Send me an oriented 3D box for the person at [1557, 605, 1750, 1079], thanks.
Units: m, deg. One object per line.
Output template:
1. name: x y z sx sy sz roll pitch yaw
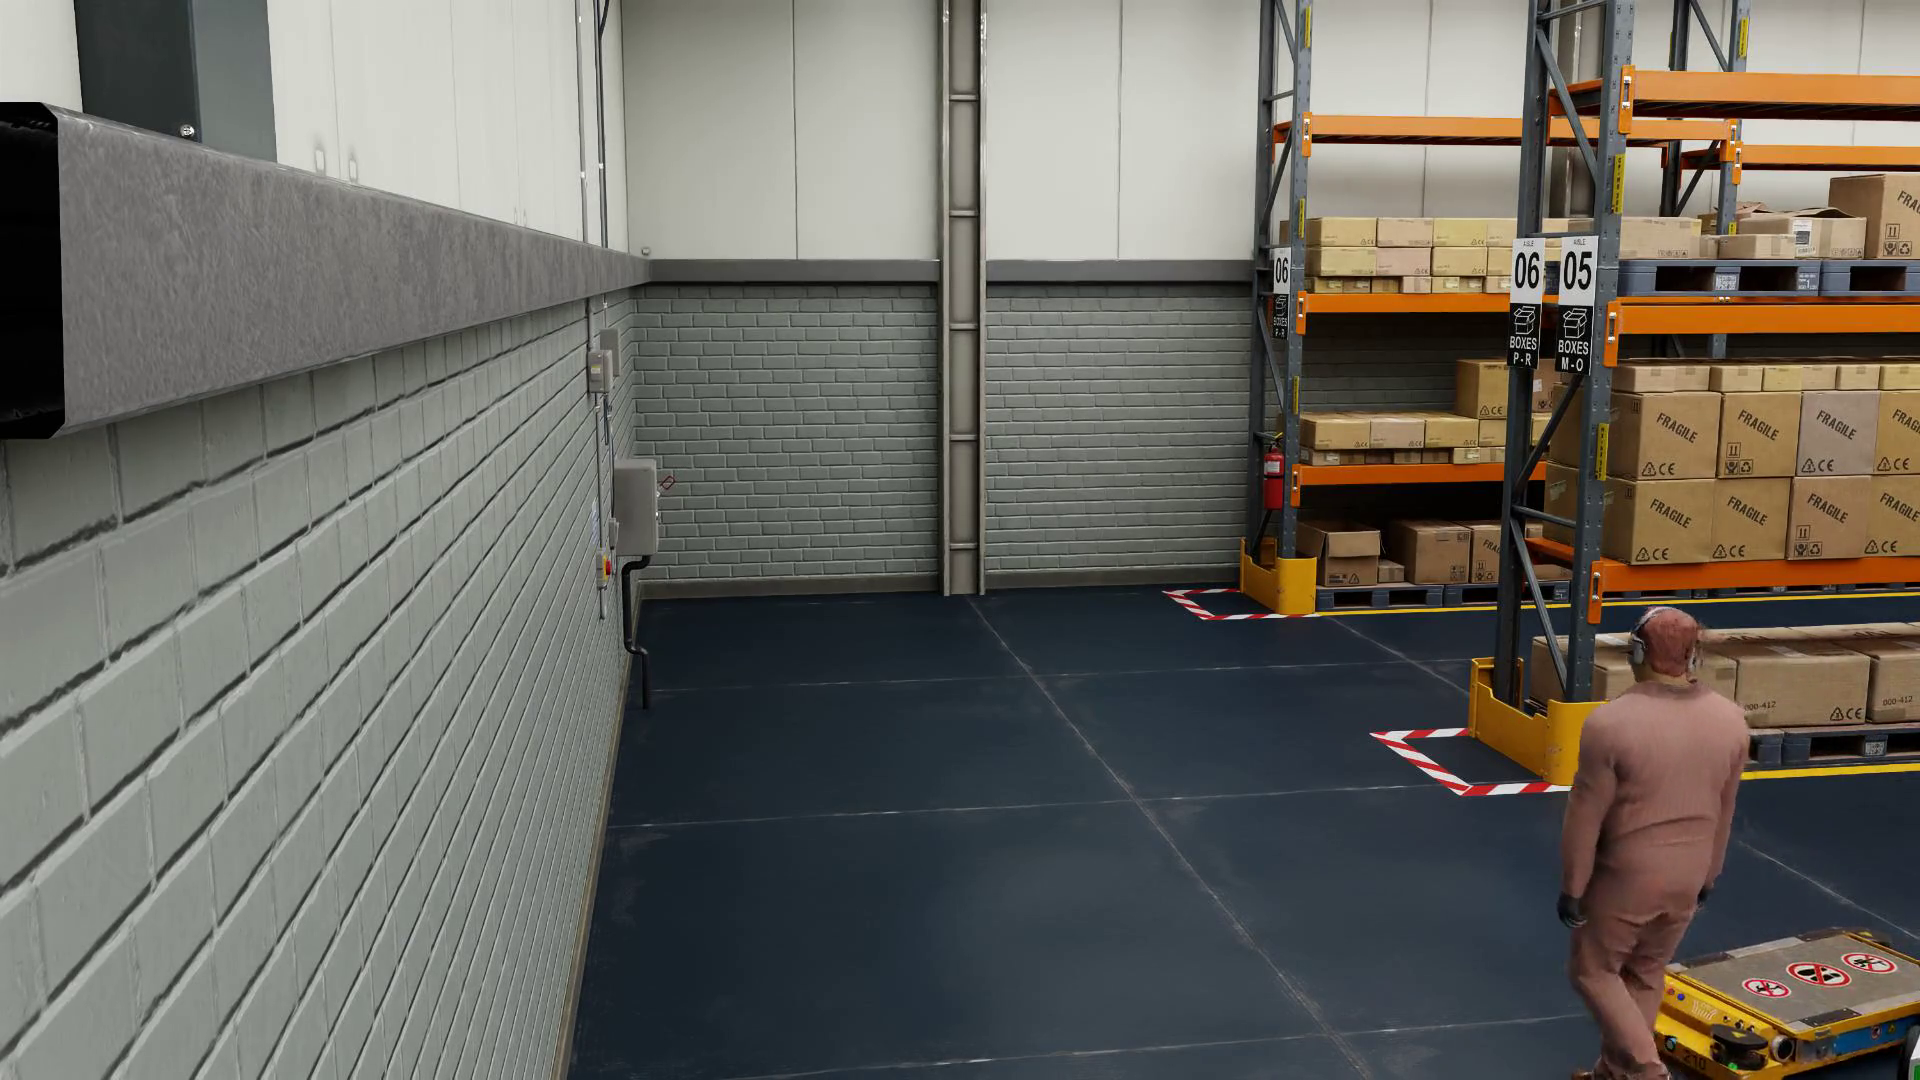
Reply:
1. person: 2.394 1.166 5.784 0.658 1.885 0.616 -3 10 -16

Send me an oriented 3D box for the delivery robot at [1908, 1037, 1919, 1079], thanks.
1. delivery robot: 3.500 1.792 5.724 0.477 0.478 0.707 7 11 37

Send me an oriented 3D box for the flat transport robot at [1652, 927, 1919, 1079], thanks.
1. flat transport robot: 3.360 1.835 6.620 1.431 0.197 0.652 -4 10 -23
